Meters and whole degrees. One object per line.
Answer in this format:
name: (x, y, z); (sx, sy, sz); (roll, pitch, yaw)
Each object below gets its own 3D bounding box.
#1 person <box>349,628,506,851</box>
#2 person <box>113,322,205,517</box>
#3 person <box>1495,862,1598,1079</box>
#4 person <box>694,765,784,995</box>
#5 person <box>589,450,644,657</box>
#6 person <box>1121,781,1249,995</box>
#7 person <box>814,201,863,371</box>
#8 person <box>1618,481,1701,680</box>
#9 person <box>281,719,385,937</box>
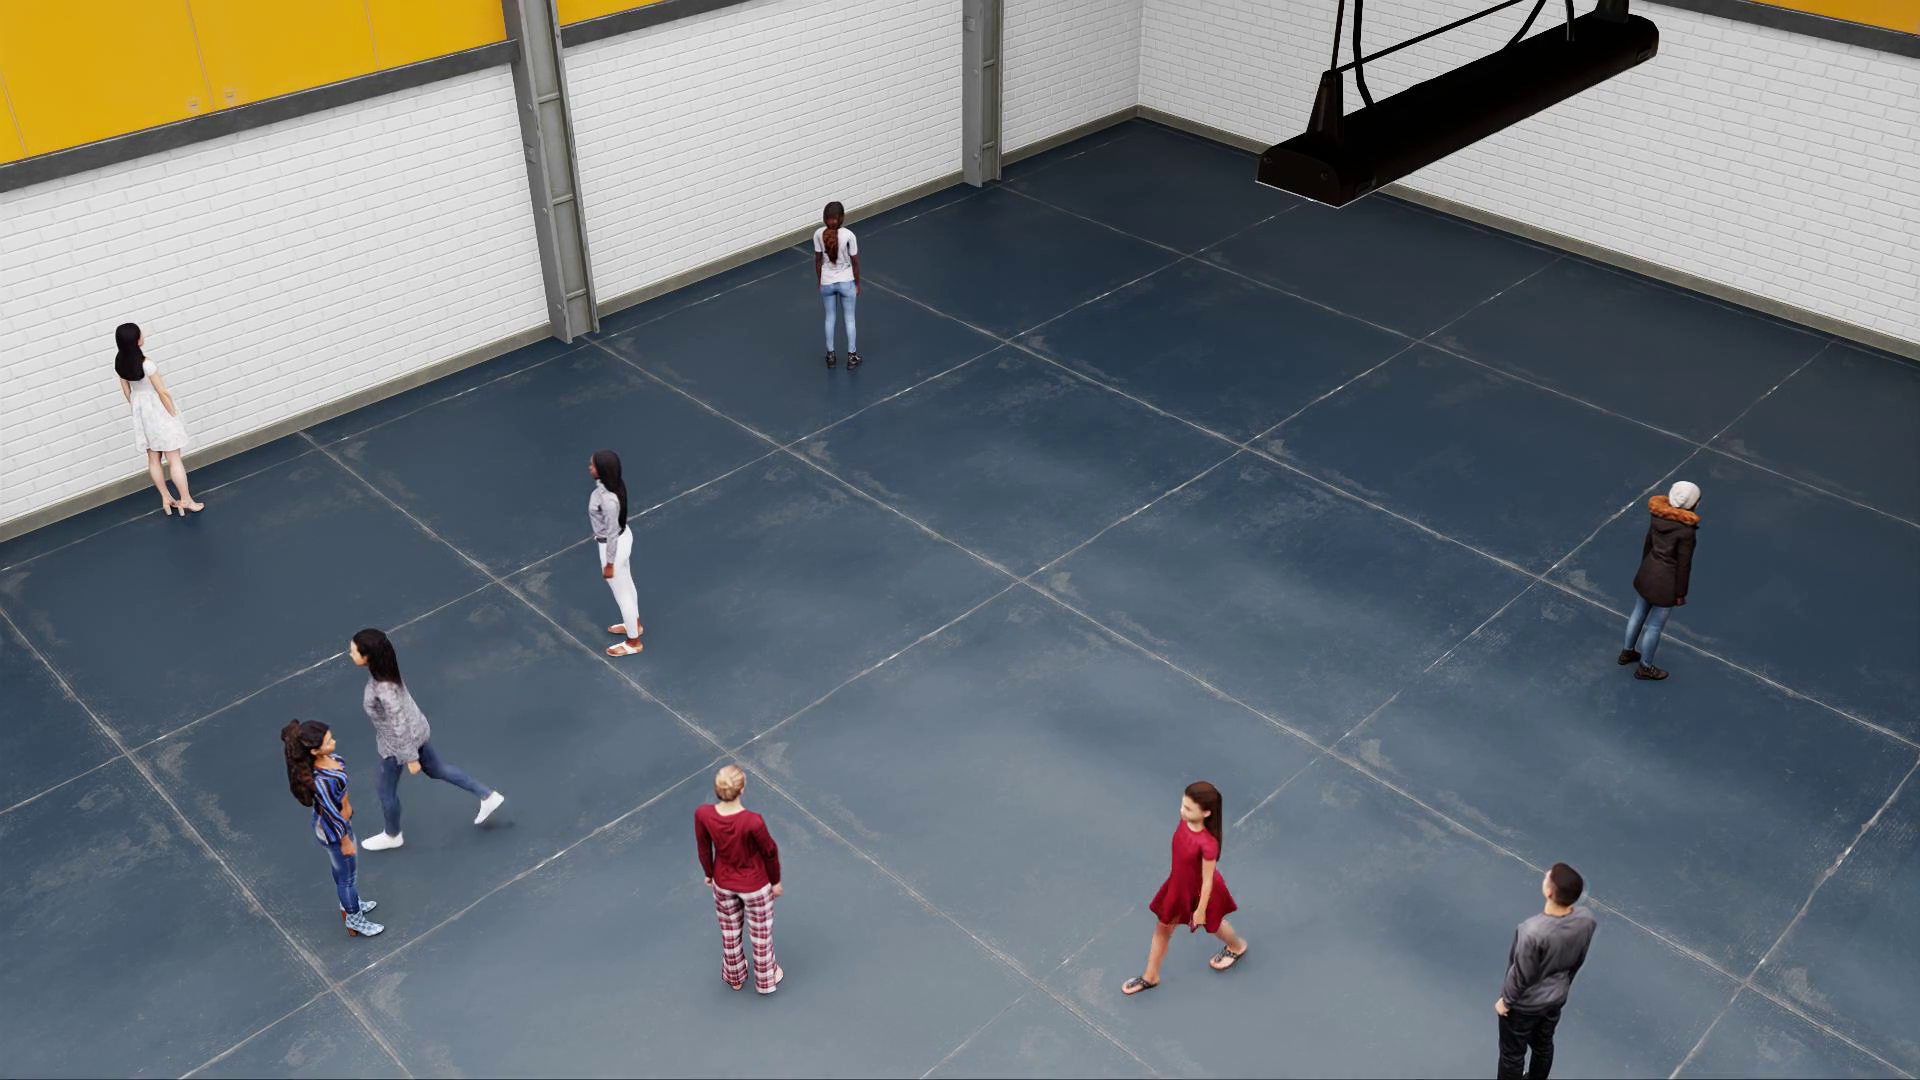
person: (-3.431, 1.262, 10.535); (1.239, 1.693, 1.033); (-7, 34, -10)
person: (-6.711, -1.001, 13.866); (0.762, 1.775, 0.790); (9, 35, 14)
person: (3.042, 2.389, 8.780); (0.613, 1.760, 0.750); (-12, 36, -18)
person: (-1.253, 1.936, 9.520); (0.682, 1.696, 0.681); (7, 34, 11)
person: (-2.547, 0.072, 12.298); (0.715, 1.724, 0.674); (-3, 34, -4)
person: (1.425, 1.988, 9.603); (1.116, 1.517, 0.781); (-14, 36, -20)
person: (-1.184, -2.475, 16.133); (0.668, 1.720, 0.701); (5, 34, 7)
person: (5.091, 0.278, 12.070); (0.761, 1.632, 0.736); (-8, 35, -12)
person: (-3.730, 1.709, 9.932); (0.664, 1.617, 0.685); (-14, 36, -21)
